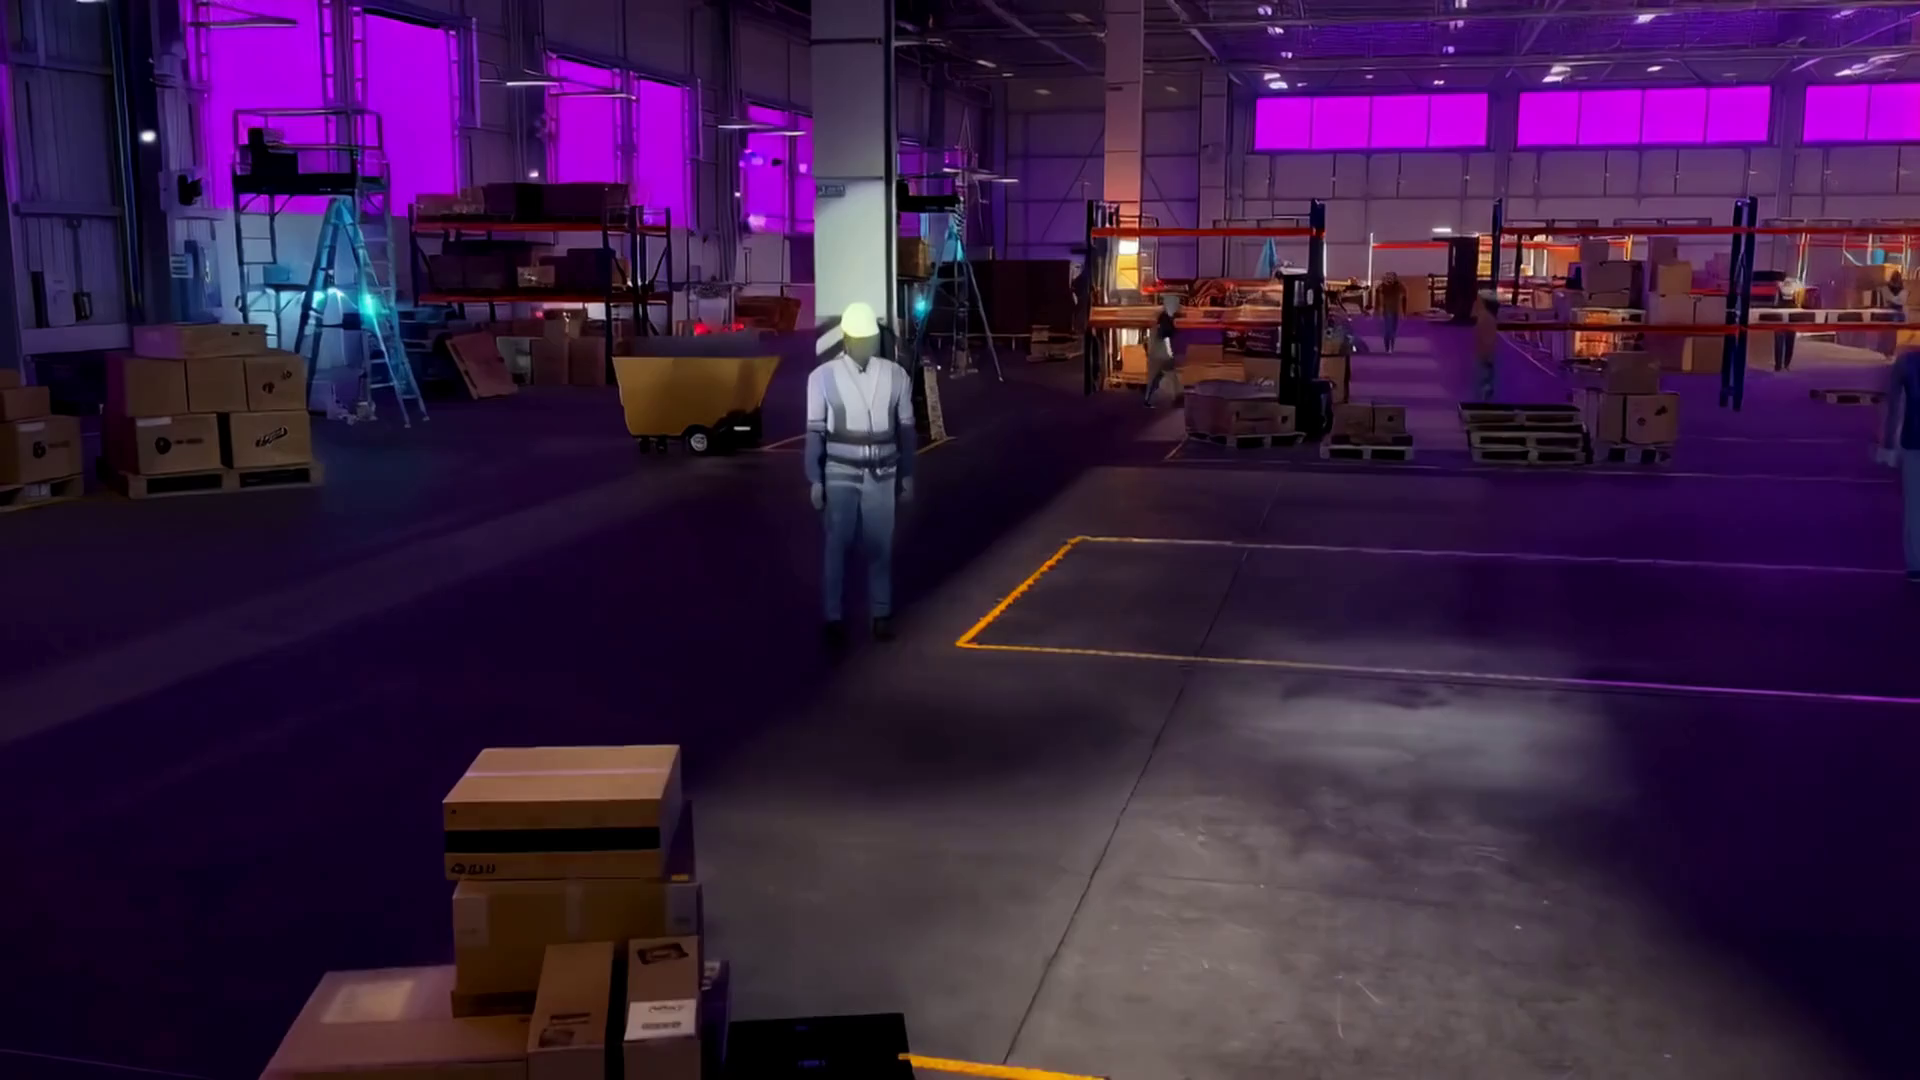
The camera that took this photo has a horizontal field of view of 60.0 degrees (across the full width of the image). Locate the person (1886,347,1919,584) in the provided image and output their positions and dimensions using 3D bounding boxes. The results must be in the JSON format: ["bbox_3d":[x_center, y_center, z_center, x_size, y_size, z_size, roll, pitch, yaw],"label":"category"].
[{"bbox_3d":[6.545,-0.663,11.148,0.606,1.904,0.650,7,12,37],"label":"person"}]

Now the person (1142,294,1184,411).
[{"bbox_3d":[2.934,-2.633,23.471,0.777,1.650,0.549,3,10,18],"label":"person"}]

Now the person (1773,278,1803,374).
[{"bbox_3d":[15.605,-4.043,31.388,0.532,1.811,0.937,5,11,29],"label":"person"}]

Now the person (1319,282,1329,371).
[{"bbox_3d":[6.891,-4.113,31.981,0.483,1.738,0.320,-5,11,-25],"label":"person"}]

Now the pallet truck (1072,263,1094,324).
[{"bbox_3d":[4.325,-8.180,55.162,0.823,1.965,1.885,6,11,31],"label":"pallet truck"}]

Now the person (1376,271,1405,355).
[{"bbox_3d":[9.690,-5.113,37.450,0.647,1.891,0.990,3,10,18],"label":"person"}]

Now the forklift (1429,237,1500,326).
[{"bbox_3d":[15.958,-8.151,52.394,1.873,2.768,1.129,-2,10,-12],"label":"forklift"}]

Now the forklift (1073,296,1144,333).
[{"bbox_3d":[4.260,-7.282,47.279,1.873,2.768,1.129,2,10,14],"label":"forklift"}]

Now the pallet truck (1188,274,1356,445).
[{"bbox_3d":[3.653,-2.138,19.590,1.885,1.965,0.823,-4,10,-20],"label":"pallet truck"}]

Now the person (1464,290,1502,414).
[{"bbox_3d":[6.994,-2.453,22.163,0.416,1.750,0.540,1,10,6],"label":"person"}]

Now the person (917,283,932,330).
[{"bbox_3d":[-1.043,-7.319,50.311,0.390,1.927,0.545,8,13,41],"label":"person"}]

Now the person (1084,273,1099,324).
[{"bbox_3d":[3.990,-6.956,48.325,0.565,1.867,0.611,-6,11,-31],"label":"person"}]

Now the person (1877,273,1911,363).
[{"bbox_3d":[19.510,-4.650,34.782,0.595,1.873,1.011,3,10,15],"label":"person"}]

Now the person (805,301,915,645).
[{"bbox_3d":[-0.560,-0.368,9.358,0.614,1.938,0.422,-3,10,-20],"label":"person"}]
